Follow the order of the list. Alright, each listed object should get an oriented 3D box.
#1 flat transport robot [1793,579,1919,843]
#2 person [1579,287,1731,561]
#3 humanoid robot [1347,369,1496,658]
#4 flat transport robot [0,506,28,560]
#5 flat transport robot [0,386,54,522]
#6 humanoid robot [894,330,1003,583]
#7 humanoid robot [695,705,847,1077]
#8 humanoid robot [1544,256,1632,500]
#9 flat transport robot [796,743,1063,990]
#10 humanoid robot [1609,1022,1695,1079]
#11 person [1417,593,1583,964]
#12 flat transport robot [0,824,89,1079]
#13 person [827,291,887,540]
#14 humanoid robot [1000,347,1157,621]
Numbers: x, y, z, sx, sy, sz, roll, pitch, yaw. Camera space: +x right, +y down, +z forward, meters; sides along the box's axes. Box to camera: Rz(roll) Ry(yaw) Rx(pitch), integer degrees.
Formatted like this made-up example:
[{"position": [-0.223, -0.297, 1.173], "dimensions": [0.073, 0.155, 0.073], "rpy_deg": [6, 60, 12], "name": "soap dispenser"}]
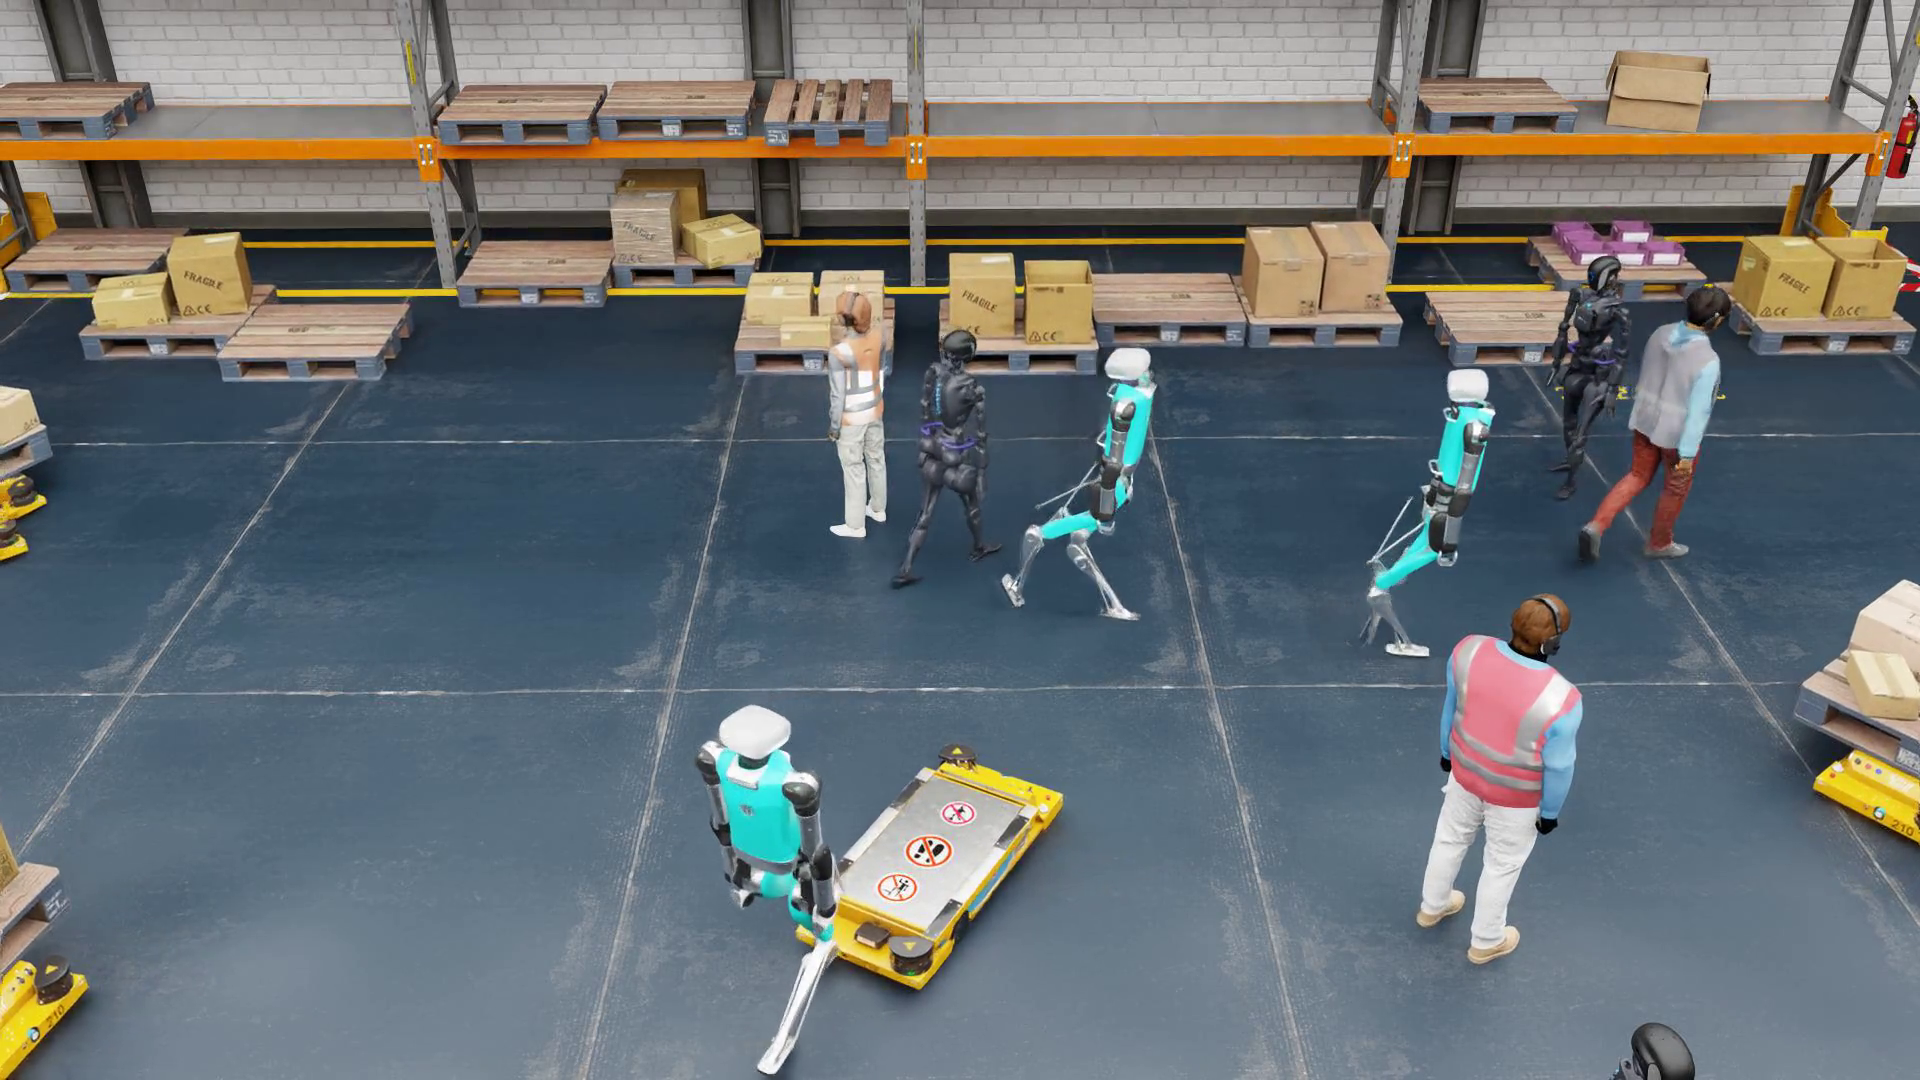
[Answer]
[{"position": [5.087, 1.094, 8.590], "dimensions": [1.431, 0.231, 0.659], "rpy_deg": [-23, 38, -33], "name": "flat transport robot"}, {"position": [4.205, -0.651, 9.953], "dimensions": [0.742, 1.851, 0.545], "rpy_deg": [-14, 34, -22], "name": "person"}, {"position": [2.456, -0.053, 9.184], "dimensions": [0.736, 1.904, 0.550], "rpy_deg": [3, 31, 5], "name": "humanoid robot"}, {"position": [-6.582, -0.140, 10.644], "dimensions": [0.659, 0.231, 1.431], "rpy_deg": [-27, 40, -37], "name": "flat transport robot"}, {"position": [-6.790, -0.321, 10.946], "dimensions": [1.431, 0.231, 0.659], "rpy_deg": [15, 34, 23], "name": "flat transport robot"}, {"position": [-0.069, -0.507, 9.957], "dimensions": [0.814, 1.631, 0.602], "rpy_deg": [-26, 39, -36], "name": "humanoid robot"}, {"position": [-0.629, 1.297, 6.856], "dimensions": [0.534, 1.761, 0.985], "rpy_deg": [15, 34, 23], "name": "humanoid robot"}, {"position": [4.110, -1.078, 10.842], "dimensions": [0.535, 1.641, 0.600], "rpy_deg": [-16, 34, -24], "name": "humanoid robot"}, {"position": [-0.114, 1.509, 7.899], "dimensions": [0.659, 0.231, 1.431], "rpy_deg": [16, 34, 24], "name": "flat transport robot"}, {"position": [2.110, 2.182, 5.397], "dimensions": [0.599, 1.657, 0.315], "rpy_deg": [-10, 33, -17], "name": "humanoid robot"}, {"position": [2.344, 1.024, 7.196], "dimensions": [0.431, 1.835, 0.628], "rpy_deg": [-23, 38, -33], "name": "person"}, {"position": [-4.586, 1.978, 7.118], "dimensions": [1.431, 0.231, 0.659], "rpy_deg": [7, 32, 11], "name": "flat transport robot"}, {"position": [-0.637, -0.780, 10.371], "dimensions": [0.304, 1.645, 0.521], "rpy_deg": [19, 36, 29], "name": "person"}, {"position": [0.615, -0.314, 9.525], "dimensions": [0.956, 1.777, 0.549], "rpy_deg": [11, 33, 17], "name": "humanoid robot"}]
